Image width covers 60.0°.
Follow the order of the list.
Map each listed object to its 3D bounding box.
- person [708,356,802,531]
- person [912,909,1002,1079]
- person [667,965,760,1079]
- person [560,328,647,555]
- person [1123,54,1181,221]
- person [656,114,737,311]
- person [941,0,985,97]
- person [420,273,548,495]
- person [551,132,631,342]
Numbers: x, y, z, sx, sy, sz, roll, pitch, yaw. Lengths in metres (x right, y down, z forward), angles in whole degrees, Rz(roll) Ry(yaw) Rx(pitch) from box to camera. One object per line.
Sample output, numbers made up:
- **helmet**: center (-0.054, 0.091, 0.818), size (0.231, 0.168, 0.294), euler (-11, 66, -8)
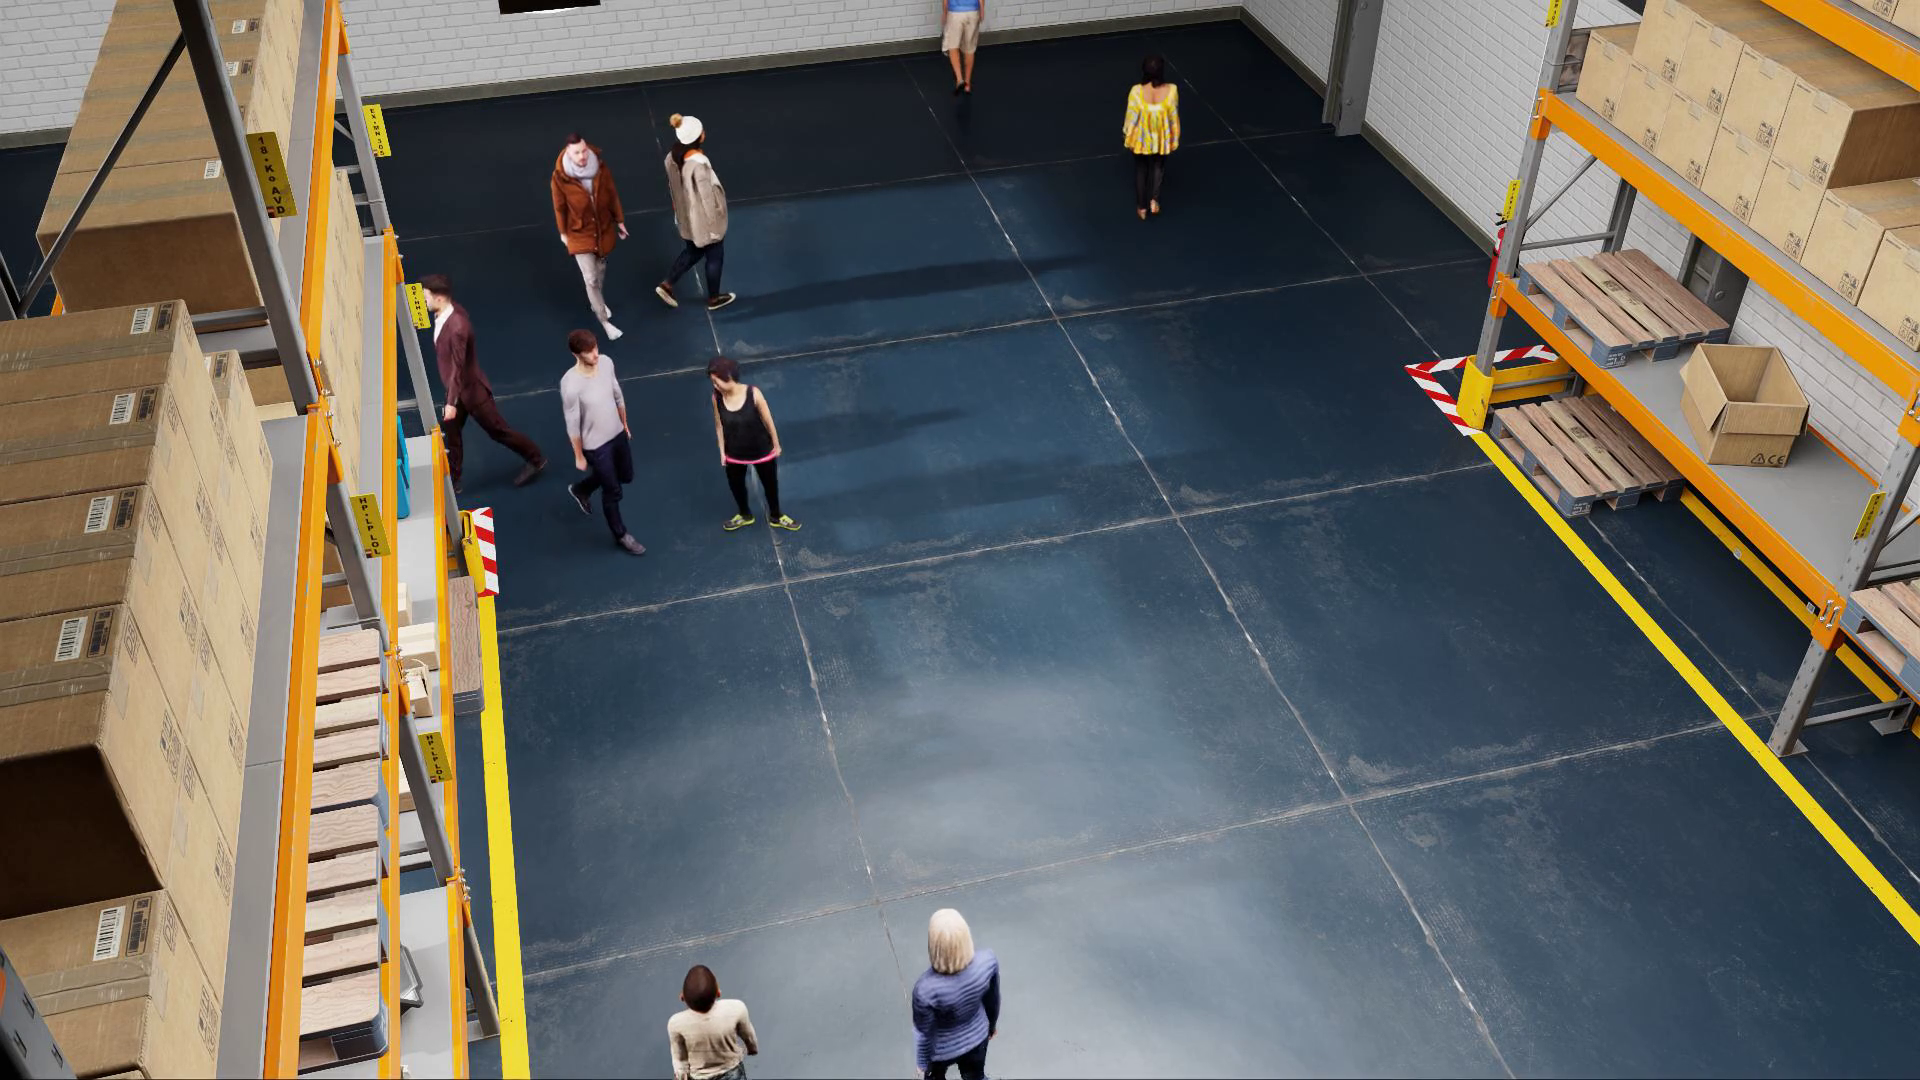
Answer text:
- **person**: center (-1.471, -0.692, 12.024), size (0.782, 1.528, 0.681), euler (-5, 39, -6)
- **person**: center (0.010, 2.434, 7.955), size (0.799, 1.723, 1.050), euler (-20, 43, -23)
- **person**: center (-1.155, 2.613, 7.966), size (0.563, 1.429, 0.970), euler (-9, 39, -11)
- **person**: center (-2.614, -0.738, 11.846), size (1.082, 1.823, 1.029), euler (19, 43, 23)
- **person**: center (1.821, -3.775, 15.790), size (0.765, 1.646, 0.794), euler (-1, 39, -2)
- **person**: center (-2.343, -2.792, 14.378), size (0.984, 1.872, 1.008), euler (-28, 47, -31)
- **person**: center (0.048, -5.689, 18.026), size (0.686, 1.847, 0.898), euler (-6, 39, -7)
- **person**: center (-3.560, -1.137, 12.350), size (0.980, 1.819, 1.231), euler (-21, 43, -24)
- **person**: center (-3.204, -2.660, 14.273), size (0.983, 1.798, 1.185), euler (-28, 46, -30)
